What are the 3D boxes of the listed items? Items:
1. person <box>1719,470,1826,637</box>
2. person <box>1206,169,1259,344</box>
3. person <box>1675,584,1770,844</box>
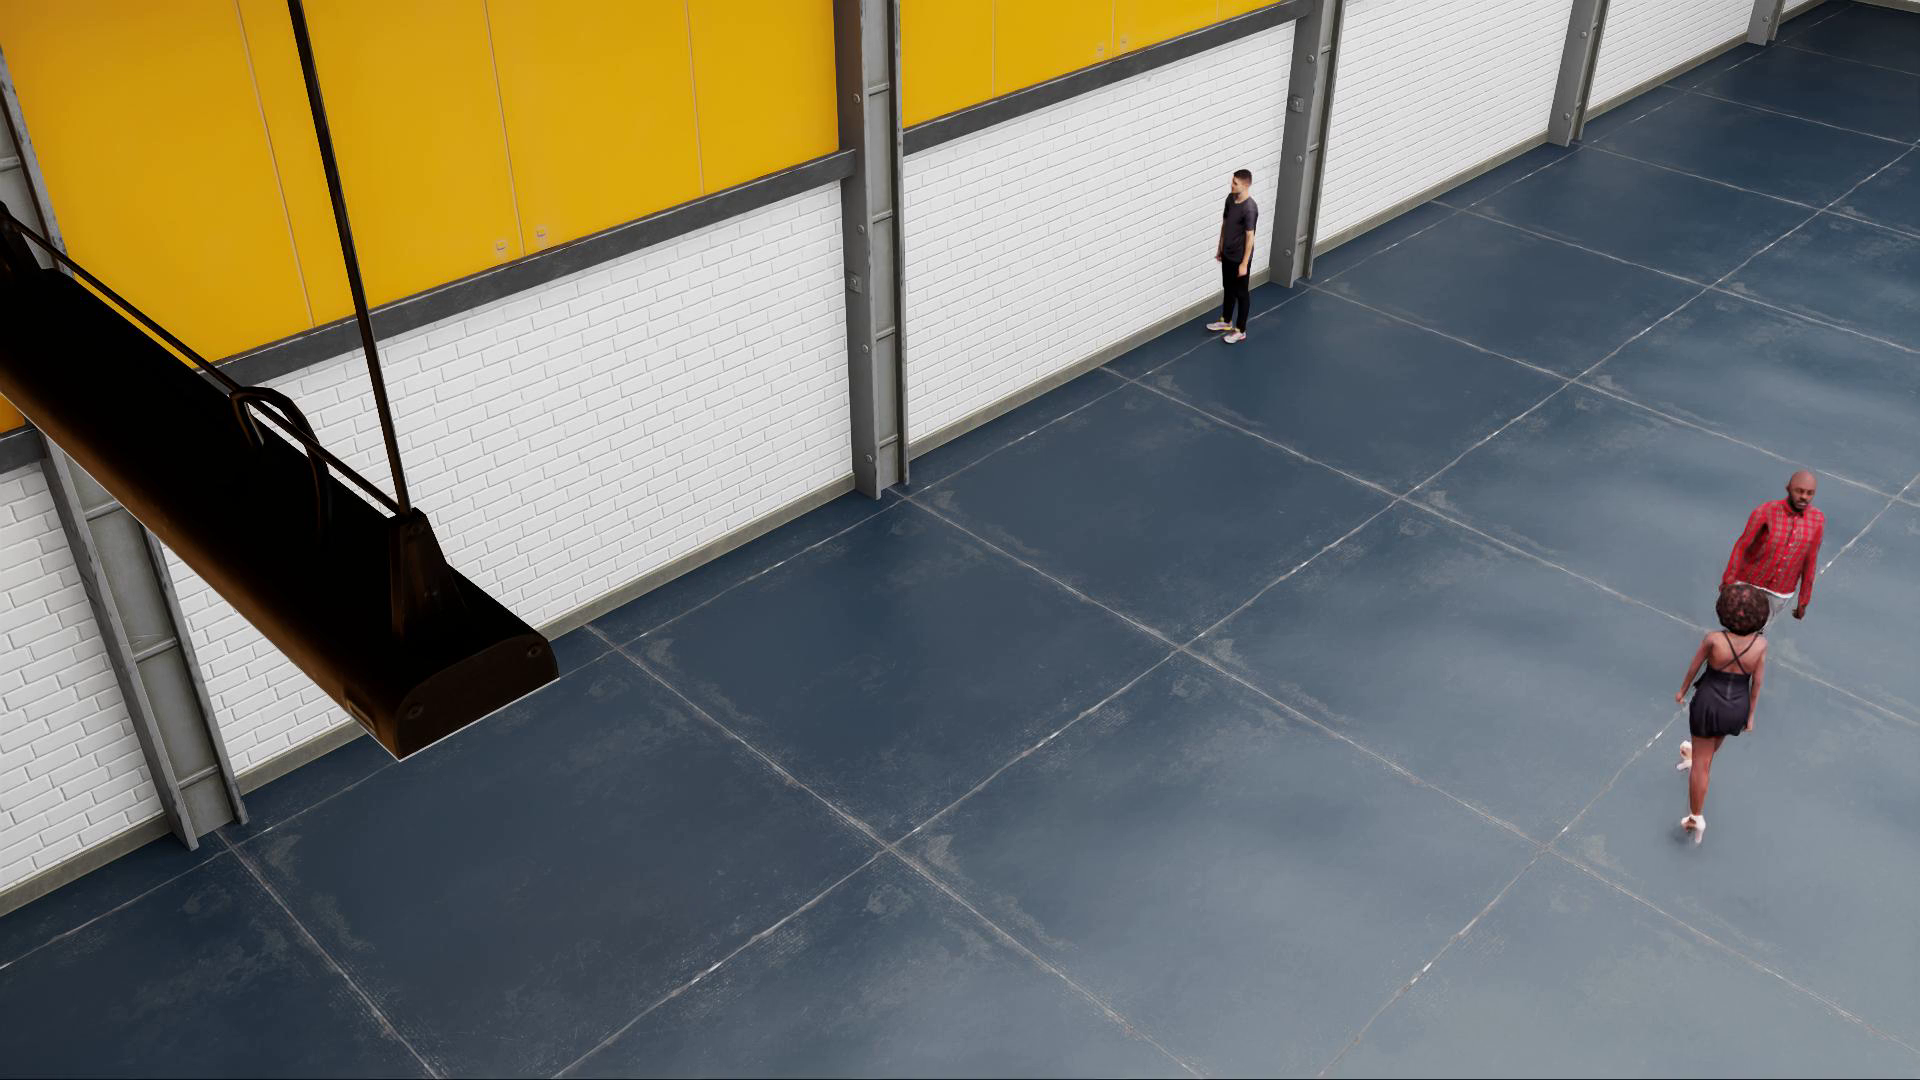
[{"bbox_3d":[5.662,0.250,11.723,1.041,1.793,1.149,5,34,8],"label":"person"},{"bbox_3d":[2.726,-2.803,16.344,0.663,1.763,0.710,-14,36,-20],"label":"person"},{"bbox_3d":[4.767,1.145,10.425,0.989,1.741,1.147,7,34,10],"label":"person"}]
